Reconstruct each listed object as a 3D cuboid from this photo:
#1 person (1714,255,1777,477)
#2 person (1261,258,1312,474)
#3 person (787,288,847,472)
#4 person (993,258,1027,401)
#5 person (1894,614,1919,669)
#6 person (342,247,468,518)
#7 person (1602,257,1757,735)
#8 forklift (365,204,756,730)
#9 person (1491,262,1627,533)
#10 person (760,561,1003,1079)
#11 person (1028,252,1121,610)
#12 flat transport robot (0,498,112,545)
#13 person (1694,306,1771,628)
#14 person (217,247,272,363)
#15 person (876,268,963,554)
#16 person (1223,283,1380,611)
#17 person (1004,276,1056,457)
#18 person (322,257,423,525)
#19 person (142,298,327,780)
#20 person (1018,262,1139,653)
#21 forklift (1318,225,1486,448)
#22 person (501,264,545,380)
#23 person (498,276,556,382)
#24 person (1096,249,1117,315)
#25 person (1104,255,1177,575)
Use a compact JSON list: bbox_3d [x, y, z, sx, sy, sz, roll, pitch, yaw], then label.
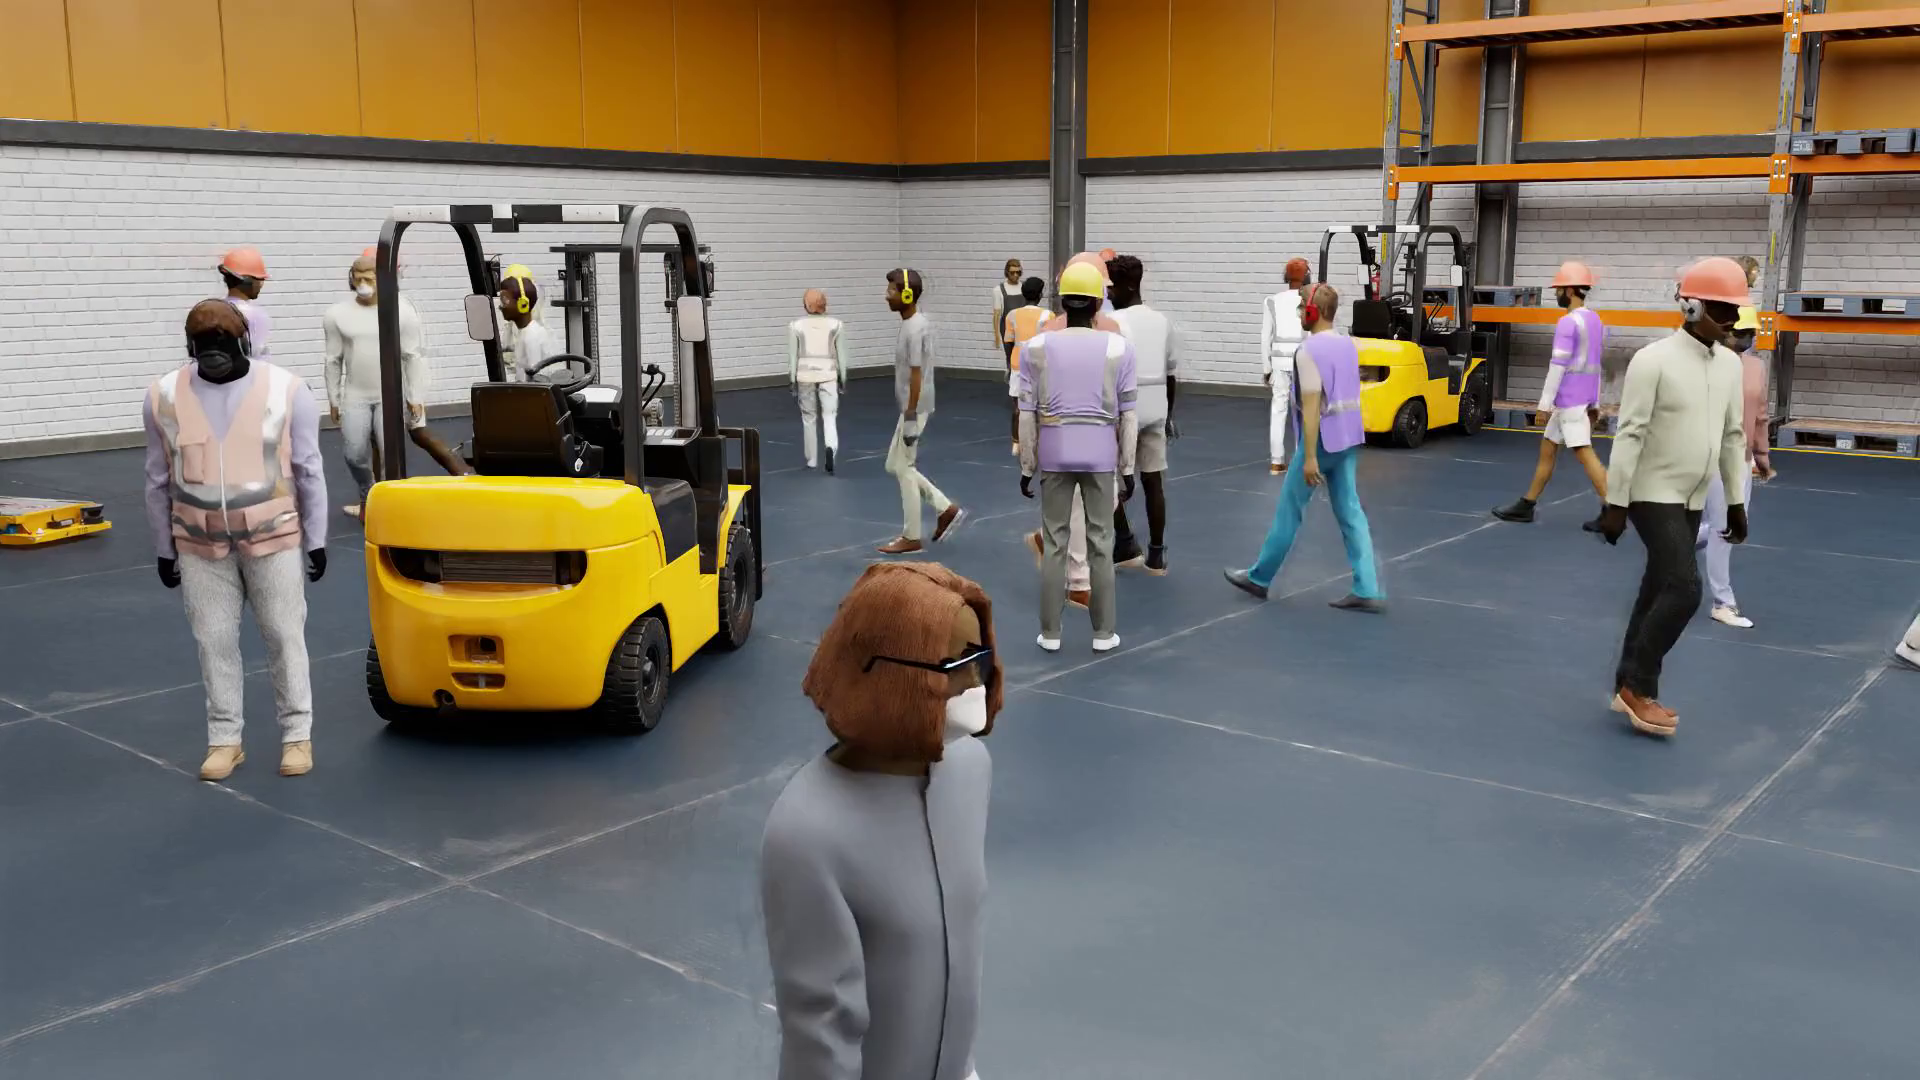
[{"bbox_3d":[6.591,-1.491,14.331,0.899,1.914,0.635,4,11,22],"label":"person"},{"bbox_3d":[2.875,-1.483,14.377,0.604,1.886,0.417,7,12,33],"label":"person"},{"bbox_3d":[-1.250,-1.402,14.628,0.529,1.617,0.690,-1,10,-8],"label":"person"},{"bbox_3d":[0.656,-2.514,20.258,0.574,1.814,0.625,-2,10,-11],"label":"person"},{"bbox_3d":[4.838,-0.127,7.645,0.877,1.593,0.519,8,13,36],"label":"person"},{"bbox_3d":[-4.068,-1.164,12.317,0.981,1.998,0.624,-3,11,-18],"label":"person"},{"bbox_3d":[2.961,-0.167,6.866,0.610,1.961,0.616,-7,12,-34],"label":"person"},{"bbox_3d":[-1.766,-0.406,7.525,1.214,2.155,2.313,1,10,7],"label":"forklift"},{"bbox_3d":[4.291,-1.001,11.684,0.986,1.889,0.562,8,13,38],"label":"person"},{"bbox_3d":[-0.050,0.830,2.300,0.616,1.613,0.511,8,13,36],"label":"person"},{"bbox_3d":[0.629,-0.614,9.281,0.629,1.972,0.661,-10,14,-43],"label":"person"},{"bbox_3d":[-6.655,-0.148,11.423,1.431,0.197,0.652,3,11,18],"label":"flat transport robot"},{"bbox_3d":[4.065,-0.442,8.972,0.530,1.742,0.703,-5,11,-26],"label":"person"},{"bbox_3d":[-4.811,-0.913,10.913,0.641,2.003,0.961,7,12,35],"label":"person"},{"bbox_3d":[-0.280,-0.823,10.744,0.469,1.856,0.524,-1,10,-3],"label":"person"},{"bbox_3d":[1.960,-0.518,9.238,0.960,1.794,0.588,10,14,43],"label":"person"},{"bbox_3d":[0.677,-1.619,15.628,0.538,1.696,0.318,5,11,26],"label":"person"},{"bbox_3d":[-4.024,-0.979,11.451,0.656,1.930,0.591,-2,10,-12],"label":"person"},{"bbox_3d":[-2.709,0.007,6.258,0.635,1.830,0.432,-2,10,-12],"label":"person"},{"bbox_3d":[0.578,-0.393,8.194,0.590,1.927,0.367,1,10,5],"label":"person"},{"bbox_3d":[4.449,-2.115,16.993,1.214,2.155,2.313,8,13,38],"label":"forklift"},{"bbox_3d":[-3.866,-1.527,14.774,0.403,1.826,0.596,-2,10,-11],"label":"person"},{"bbox_3d":[-2.560,-0.751,10.502,0.947,1.829,0.529,-3,11,-18],"label":"person"},{"bbox_3d":[1.715,-2.434,19.489,0.545,1.933,0.376,1,10,7],"label":"person"},{"bbox_3d":[1.043,-0.743,10.077,0.727,1.940,0.478,-7,12,-32],"label":"person"}]
